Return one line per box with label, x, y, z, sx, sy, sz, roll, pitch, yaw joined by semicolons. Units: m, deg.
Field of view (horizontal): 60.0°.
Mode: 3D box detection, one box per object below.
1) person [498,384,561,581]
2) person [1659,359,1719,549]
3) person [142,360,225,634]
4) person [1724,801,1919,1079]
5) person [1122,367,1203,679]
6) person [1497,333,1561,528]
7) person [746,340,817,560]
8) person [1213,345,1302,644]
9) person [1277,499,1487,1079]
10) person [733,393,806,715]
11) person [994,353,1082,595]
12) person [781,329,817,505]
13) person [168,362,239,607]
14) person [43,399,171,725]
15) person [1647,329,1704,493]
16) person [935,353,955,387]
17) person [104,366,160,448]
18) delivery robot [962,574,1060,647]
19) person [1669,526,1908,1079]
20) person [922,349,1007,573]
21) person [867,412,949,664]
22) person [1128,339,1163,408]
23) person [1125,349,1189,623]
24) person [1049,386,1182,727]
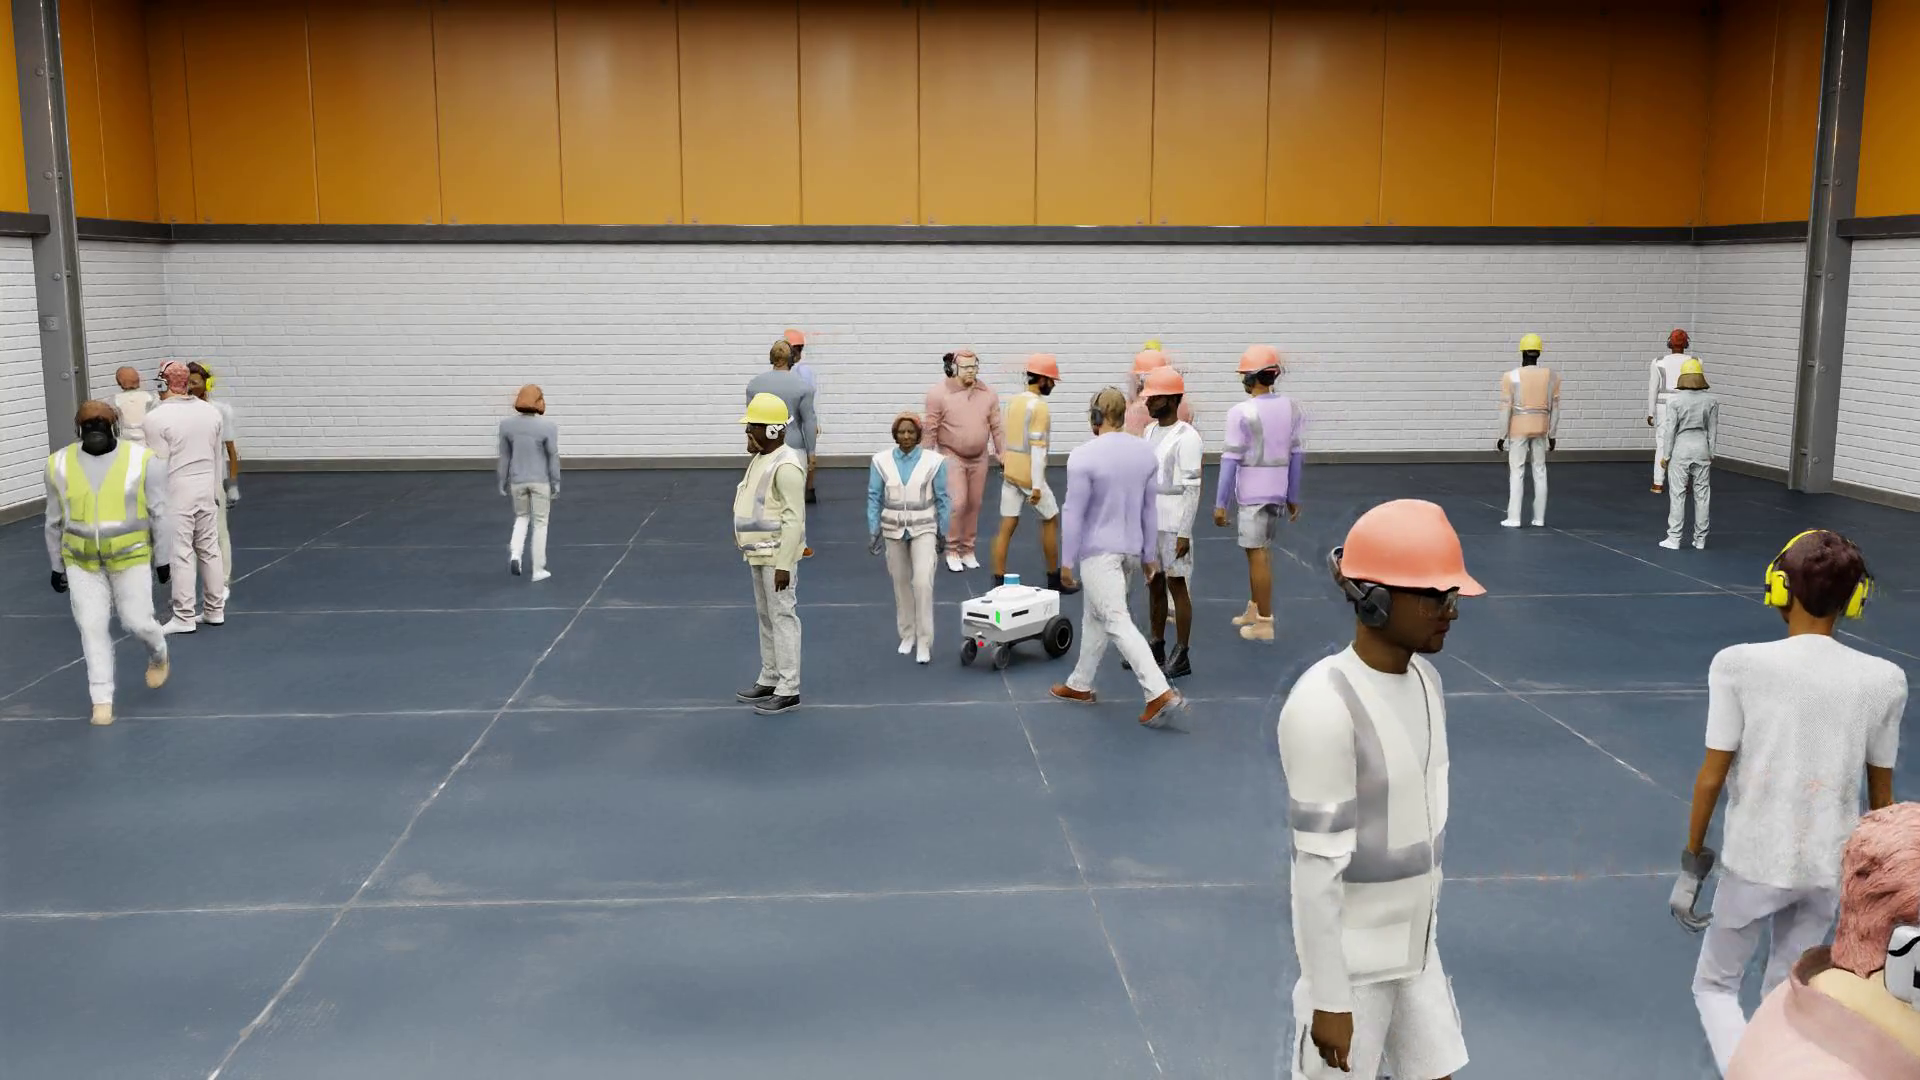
person;-3.507;-0.464;13.578;0.523;1.617;0.394;1;9;8
person;6.656;-0.780;15.214;0.484;1.735;0.311;0;9;1
person;-5.455;-0.298;11.648;0.407;1.910;0.639;3;10;20
person;1.128;1.238;2.059;0.510;1.891;0.641;6;11;32
person;1.265;-0.108;10.360;0.362;1.938;0.545;-5;10;-29
person;5.615;-1.075;16.463;0.593;1.924;0.381;0;9;-3
person;-1.554;-0.784;14.599;0.638;1.938;0.356;2;9;14
person;1.967;-0.316;11.381;0.636;2.024;0.686;-6;11;-34
person;0.875;0.893;3.839;0.842;2.019;0.618;9;12;43
person;-1.091;0.075;9.534;0.403;1.834;0.589;-4;10;-23
person;0.599;-0.493;12.895;0.858;1.887;0.577;-5;10;-30
person;-1.845;-1.309;17.970;0.665;1.914;0.554;-2;9;-15
person;-5.724;-0.399;12.485;0.558;1.842;0.815;-1;9;-5
person;-4.821;0.095;9.469;0.637;1.828;0.662;-2;9;-14
person;8.181;-1.464;19.044;0.577;1.884;0.353;3;10;19
person;-0.111;-1.182;17.965;0.550;1.655;0.832;7;11;36
person;-8.025;-0.881;16.184;0.533;1.621;0.364;-6;11;-31
delivery robot;0.333;0.464;10.799;0.477;0.478;0.707;7;12;39
person;2.165;0.893;4.361;0.540;1.844;0.513;1;9;5
person;0.062;-0.665;14.038;0.681;1.884;0.634;-4;10;-23
person;-0.345;-0.013;10.761;0.516;1.614;0.718;2;9;10
person;2.253;-1.473;19.507;0.538;1.748;0.430;4;10;26
person;1.357;-0.405;12.134;0.639;1.953;0.914;-6;11;-33
person;0.892;0.079;9.372;0.639;1.898;1.023;-8;12;-40
